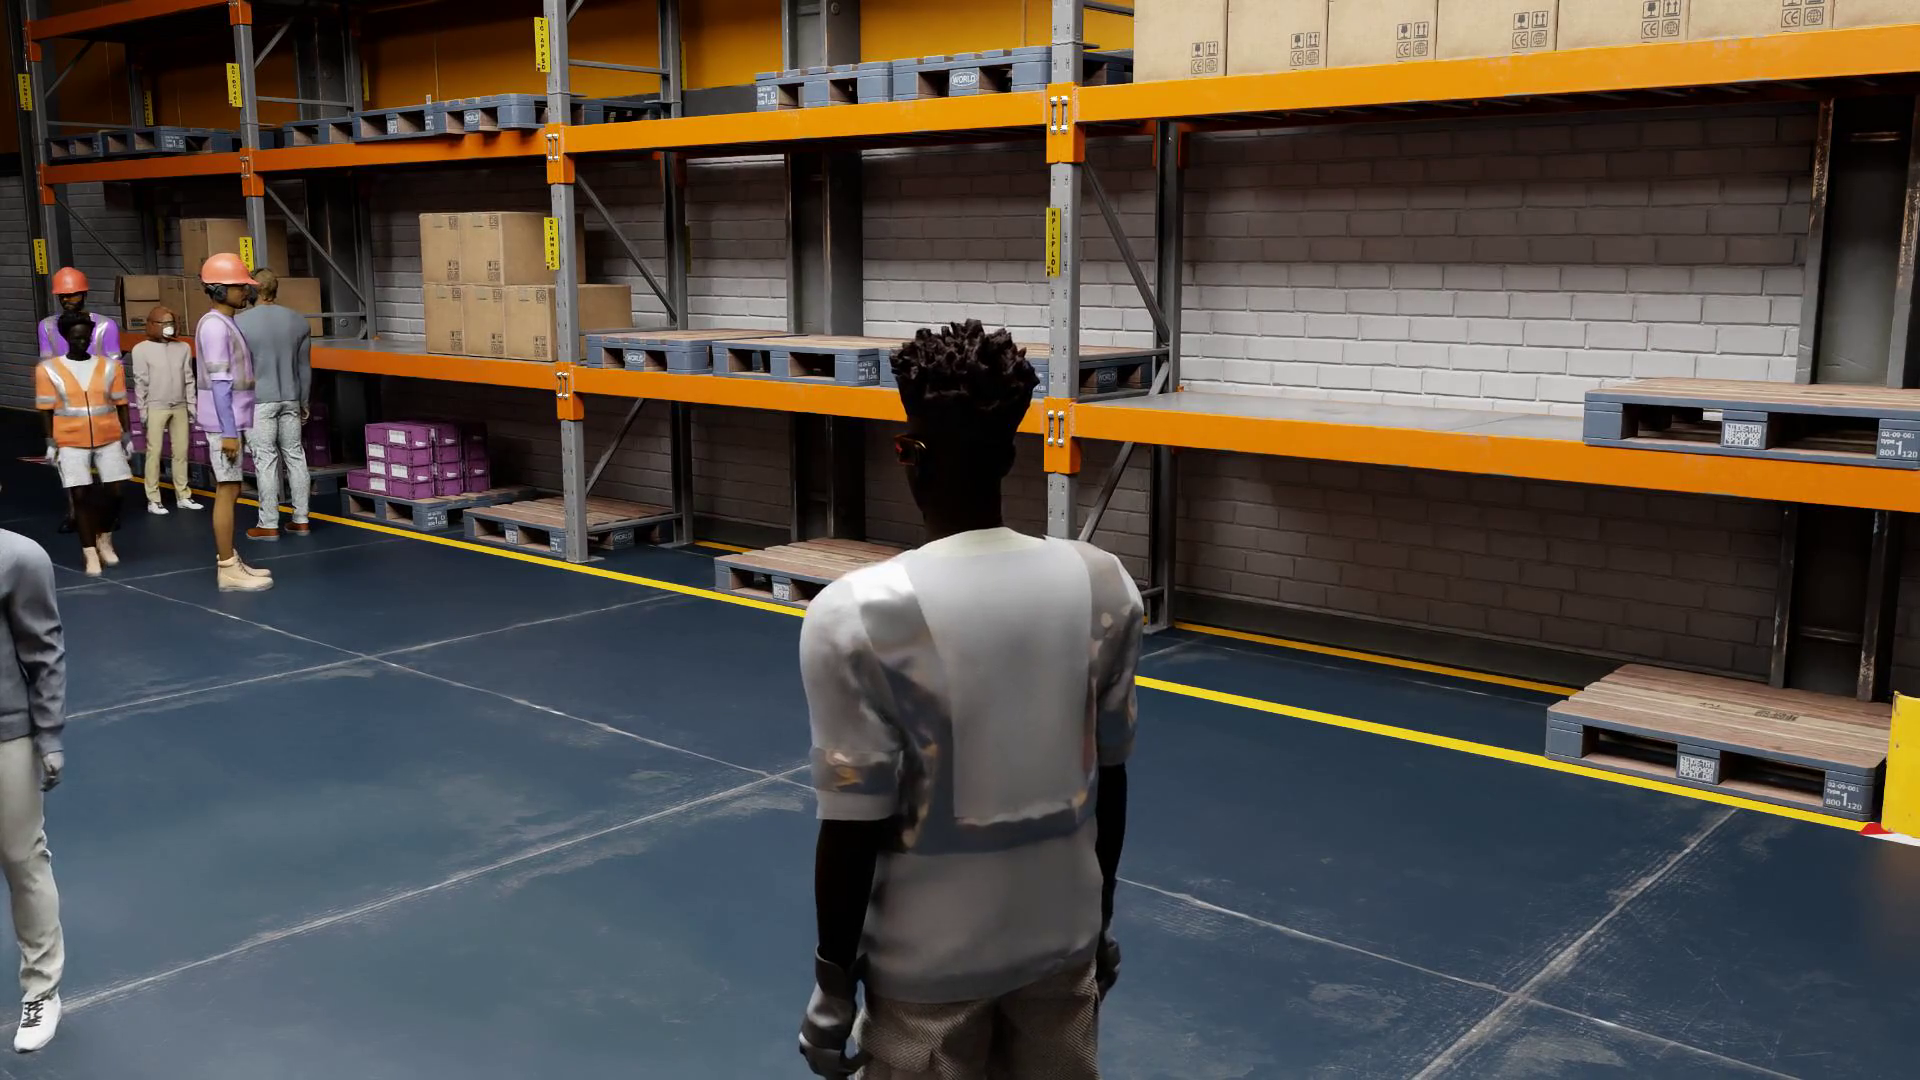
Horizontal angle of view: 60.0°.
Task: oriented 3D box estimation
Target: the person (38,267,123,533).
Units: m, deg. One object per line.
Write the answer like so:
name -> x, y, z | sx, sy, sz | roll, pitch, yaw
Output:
person -> -6.398, -1.011, 12.130 | 0.550, 1.935, 0.375 | -3, 10, -14

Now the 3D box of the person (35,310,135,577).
person -> -5.557, -0.615, 10.593 | 0.537, 1.693, 0.431 | -7, 12, -37

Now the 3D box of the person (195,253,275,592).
person -> -4.425, -0.713, 10.131 | 0.394, 2.044, 0.609 | -4, 11, -20

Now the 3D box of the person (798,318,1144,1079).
person -> 0.016, 0.634, 2.685 | 0.609, 1.965, 0.369 | -6, 12, -32

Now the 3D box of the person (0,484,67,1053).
person -> -2.552, 0.521, 4.272 | 0.501, 1.633, 0.289 | 0, 10, -2

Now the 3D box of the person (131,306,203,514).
person -> -6.229, -1.016, 13.054 | 0.284, 1.627, 0.493 | 6, 12, 31

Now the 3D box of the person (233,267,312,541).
person -> -4.910, -0.964, 11.858 | 0.368, 1.940, 0.632 | 7, 12, 34
